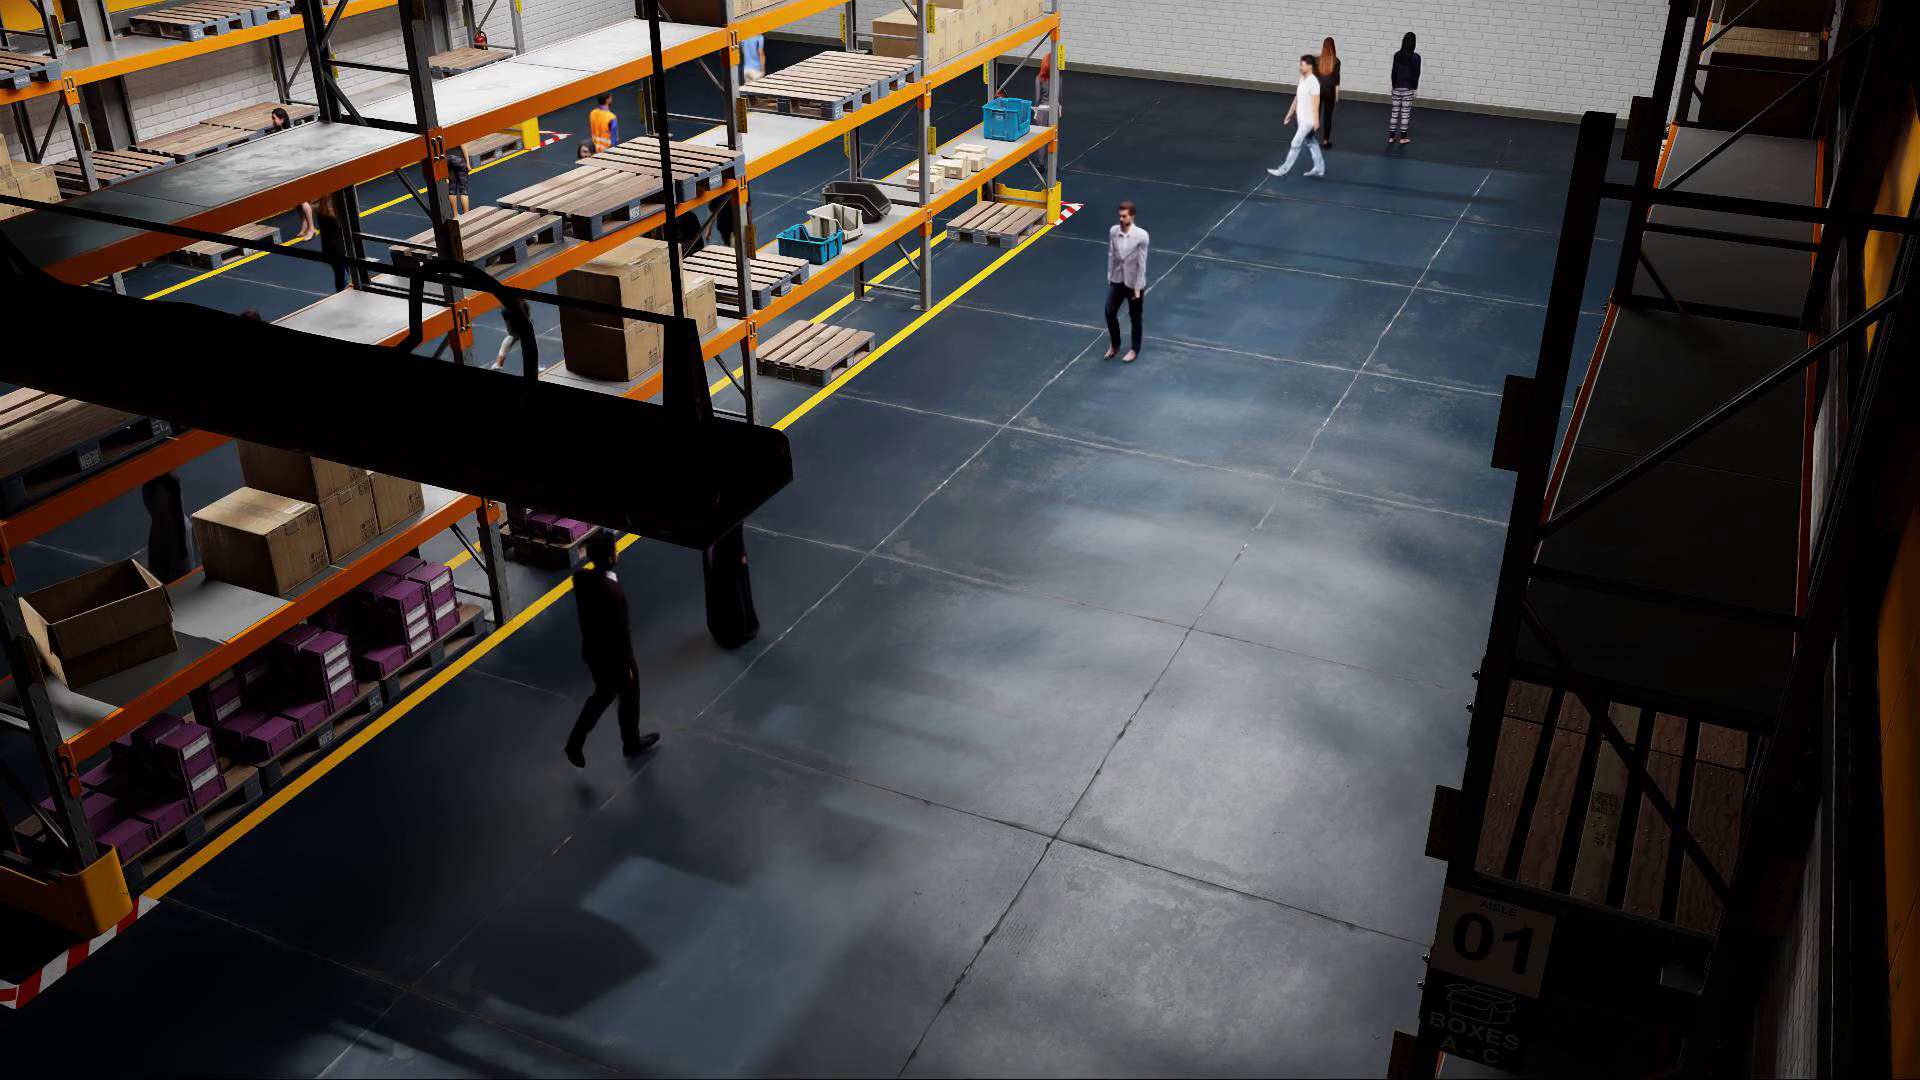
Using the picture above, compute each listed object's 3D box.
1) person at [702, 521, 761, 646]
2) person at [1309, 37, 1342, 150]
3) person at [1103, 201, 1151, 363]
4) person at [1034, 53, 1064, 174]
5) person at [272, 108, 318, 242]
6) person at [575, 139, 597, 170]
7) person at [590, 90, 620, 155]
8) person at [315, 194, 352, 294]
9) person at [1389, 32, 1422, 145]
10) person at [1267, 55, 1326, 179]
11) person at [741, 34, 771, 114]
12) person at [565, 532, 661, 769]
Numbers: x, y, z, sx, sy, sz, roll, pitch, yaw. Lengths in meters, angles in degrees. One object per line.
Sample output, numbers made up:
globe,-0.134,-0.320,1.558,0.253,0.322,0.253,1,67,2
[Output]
person,-1.897,0.055,13.286,0.672,1.614,0.671,22,36,35
person,5.729,-7.036,26.183,0.615,1.713,0.533,10,30,18
person,1.915,-2.886,18.451,0.742,1.831,0.715,17,33,28
person,1.328,-6.412,24.969,0.652,1.780,0.696,-7,29,-13
person,-8.893,-4.873,22.159,0.785,1.769,0.769,-21,35,-33
person,-4.592,-4.284,21.167,0.743,1.684,0.893,21,35,33
person,-4.885,-5.206,22.718,0.819,1.818,1.246,18,33,29
person,-7.322,-3.384,19.497,0.711,1.704,0.946,5,29,9
person,7.061,-7.203,26.467,0.637,1.733,0.570,19,34,31
person,5.213,-6.218,24.583,1.105,1.808,1.190,-2,29,-3
person,-3.389,-7.605,27.089,0.678,1.844,0.909,15,32,26
person,-2.520,0.811,11.656,0.854,1.849,1.085,23,36,35
